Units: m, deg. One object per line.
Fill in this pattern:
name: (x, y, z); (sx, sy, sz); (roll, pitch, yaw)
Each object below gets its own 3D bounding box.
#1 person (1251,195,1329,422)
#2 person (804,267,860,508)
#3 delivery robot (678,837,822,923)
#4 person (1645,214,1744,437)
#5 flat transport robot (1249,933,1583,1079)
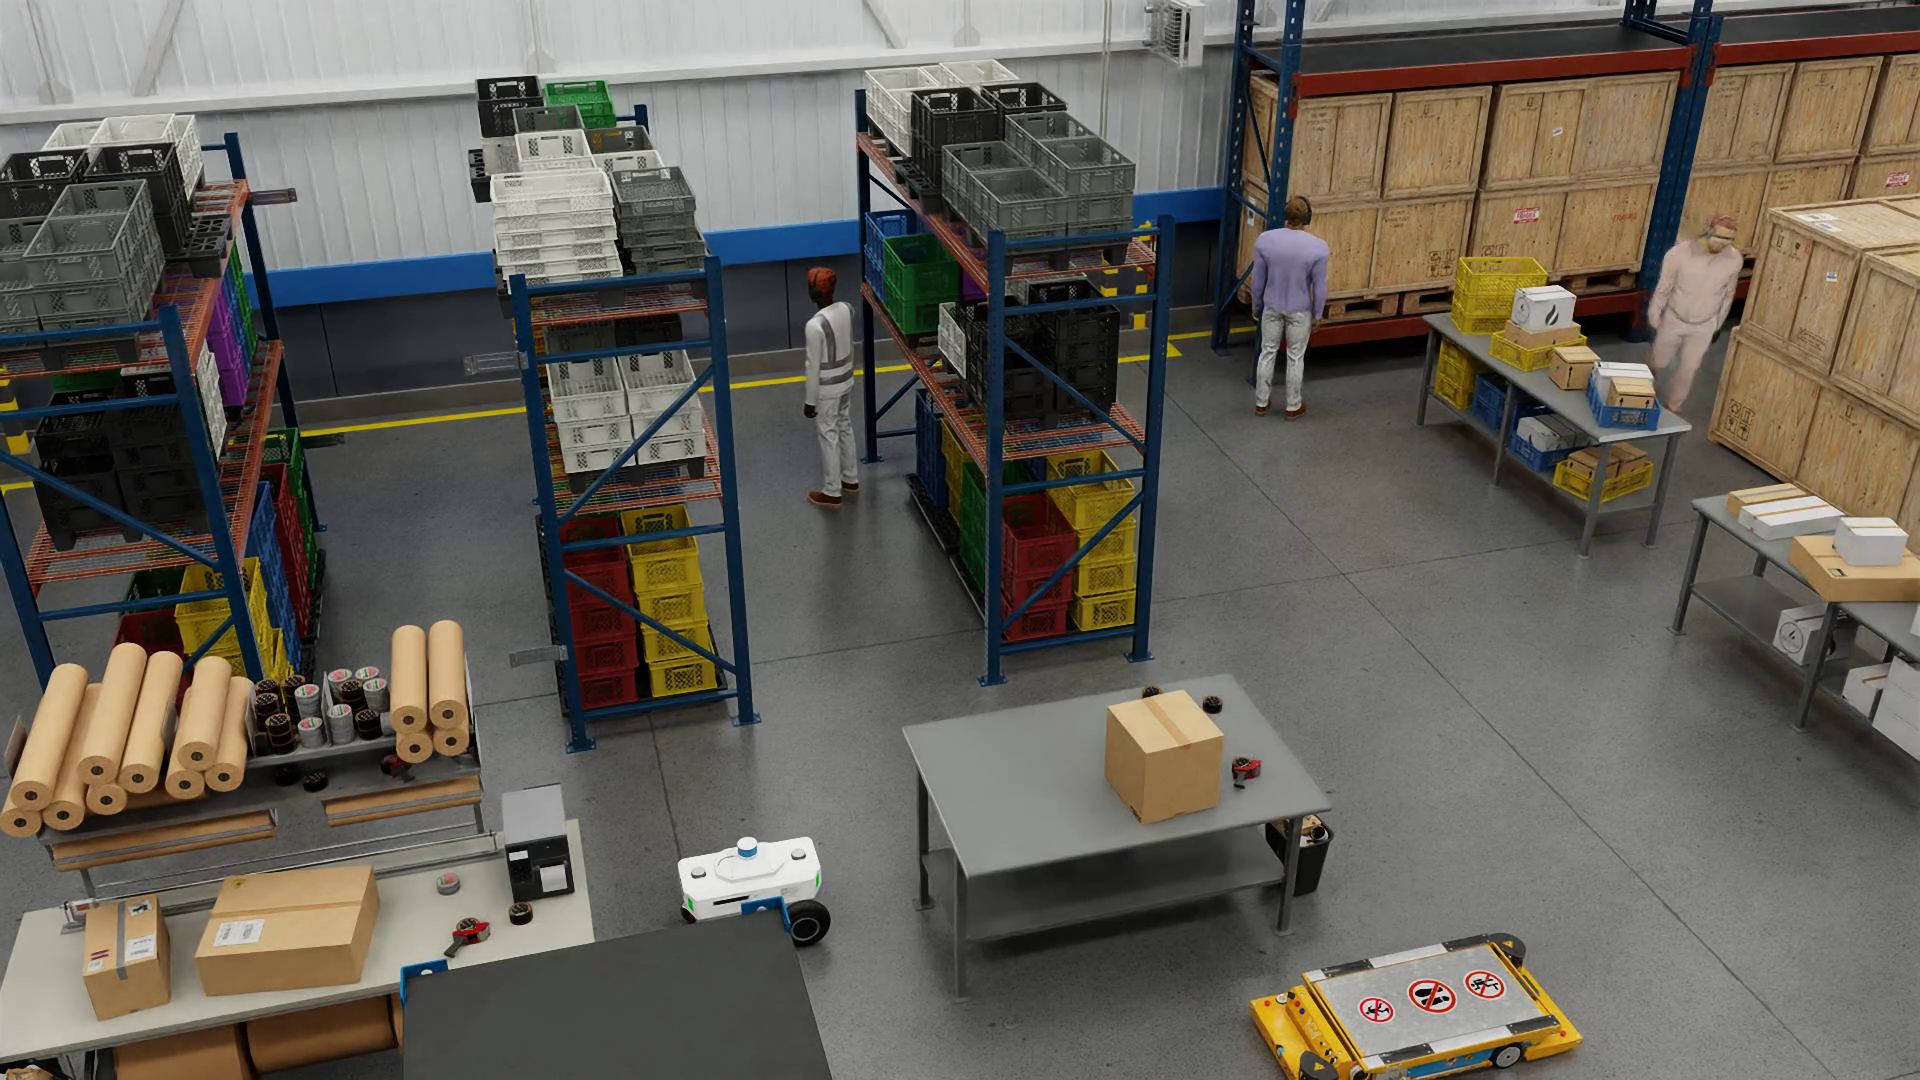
person: (2.744, -1.938, 13.940); (0.638, 1.938, 0.356); (13, 31, 22)
person: (-0.978, -1.154, 12.583); (0.342, 1.879, 0.581); (13, 31, 22)
delivery robot: (-1.084, 1.750, 8.563); (0.707, 0.478, 0.477); (-8, 30, -14)
person: (6.047, -1.854, 13.859); (0.696, 1.871, 0.739); (4, 29, 7)
flat transport robot: (2.184, 2.282, 7.980); (1.431, 0.197, 0.652); (-8, 30, -14)
